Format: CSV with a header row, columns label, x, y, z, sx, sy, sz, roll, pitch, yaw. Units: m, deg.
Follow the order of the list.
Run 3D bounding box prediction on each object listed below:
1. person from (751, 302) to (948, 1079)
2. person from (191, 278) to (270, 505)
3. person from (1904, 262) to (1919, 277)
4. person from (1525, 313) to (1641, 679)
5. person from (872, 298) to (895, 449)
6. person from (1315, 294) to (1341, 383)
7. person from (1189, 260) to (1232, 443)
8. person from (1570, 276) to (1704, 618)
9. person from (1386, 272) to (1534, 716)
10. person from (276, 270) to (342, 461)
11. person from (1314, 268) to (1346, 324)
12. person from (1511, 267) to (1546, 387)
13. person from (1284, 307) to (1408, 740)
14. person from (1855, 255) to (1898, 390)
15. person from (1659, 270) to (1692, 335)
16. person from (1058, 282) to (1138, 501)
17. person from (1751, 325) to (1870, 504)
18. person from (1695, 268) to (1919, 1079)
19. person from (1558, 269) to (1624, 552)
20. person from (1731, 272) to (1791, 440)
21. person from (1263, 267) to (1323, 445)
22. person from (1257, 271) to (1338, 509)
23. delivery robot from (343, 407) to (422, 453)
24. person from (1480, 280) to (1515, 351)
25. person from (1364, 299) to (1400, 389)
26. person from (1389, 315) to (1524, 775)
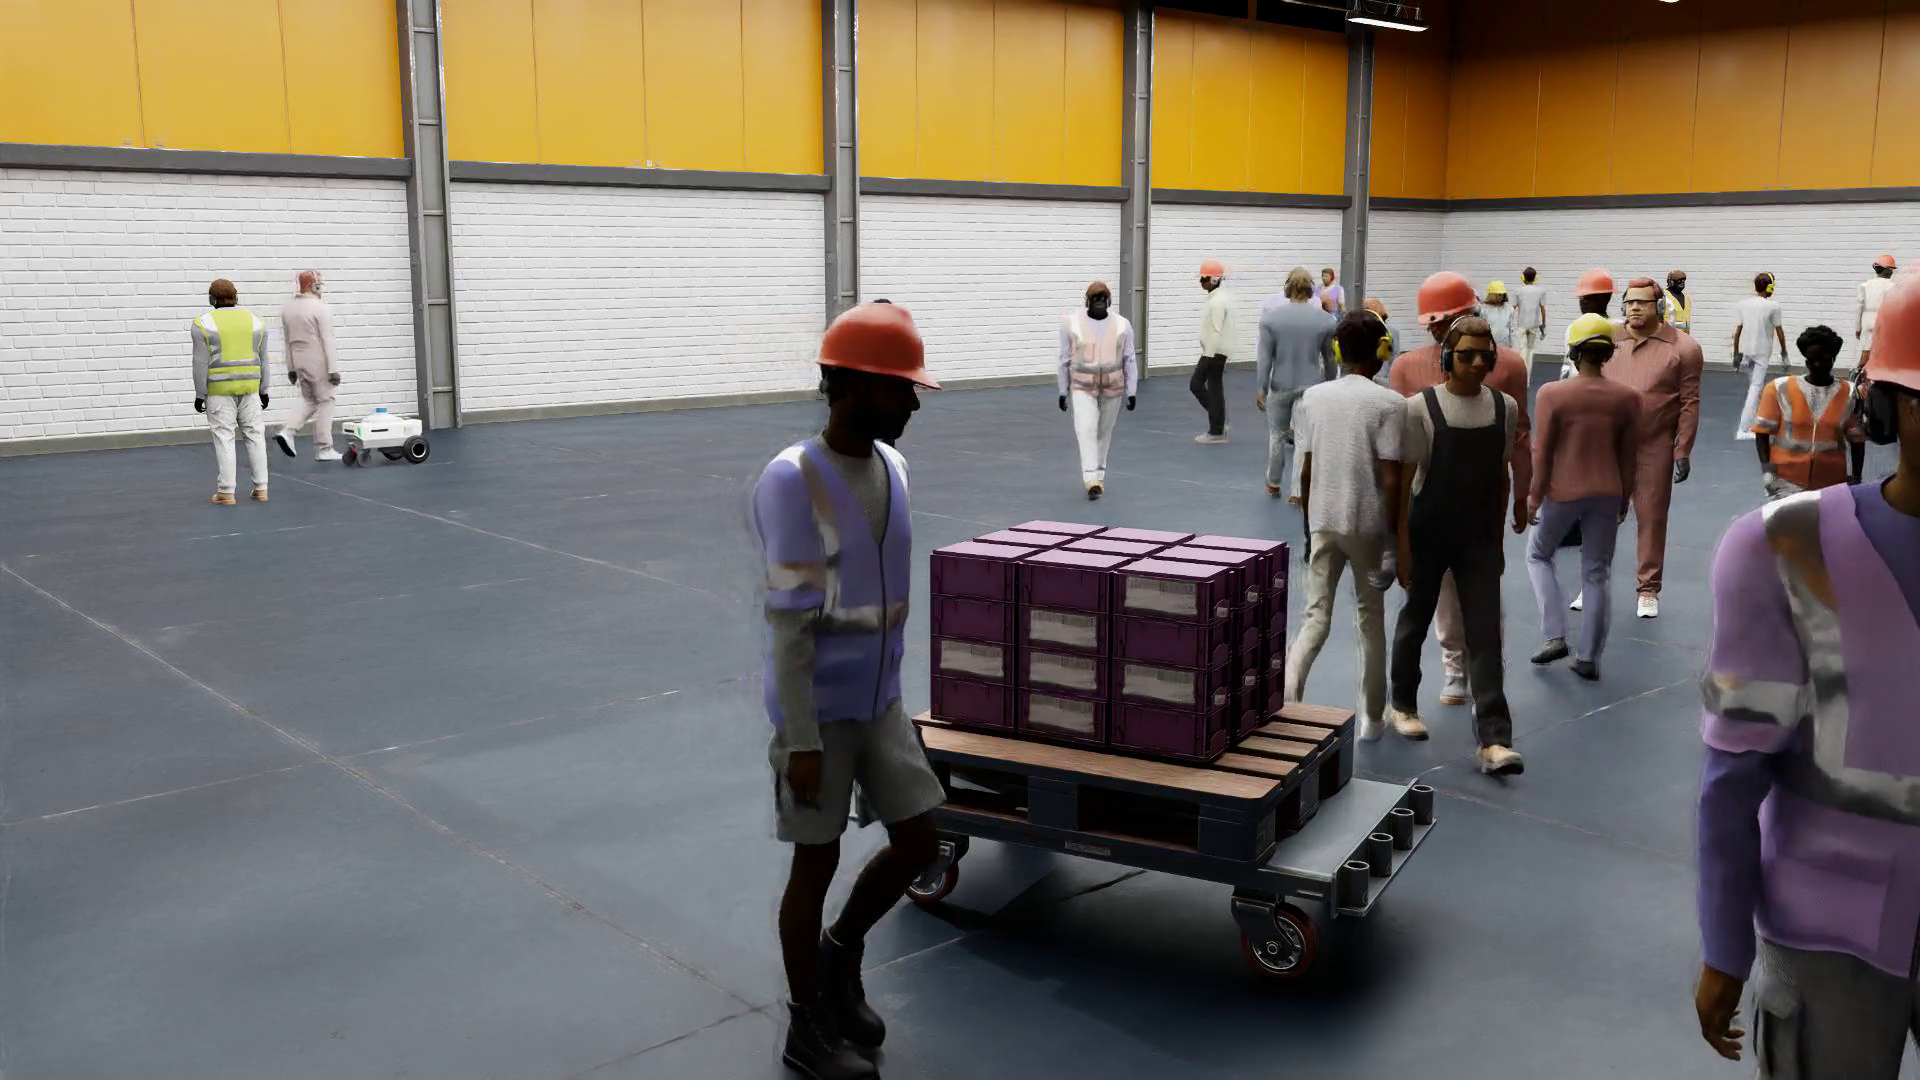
label,x,y,z,sx,sy,sz,roll,pitch,yaw
person,-0.278,0.395,4.013,0.411,1.914,0.604,8,12,39
person,-5.971,-1.212,13.627,0.429,1.839,0.634,9,13,42
person,12.442,-2.638,21.684,0.365,1.935,0.552,4,10,20
person,2.990,-0.212,8.014,0.552,1.748,0.420,-1,10,-3
person,-0.658,-1.145,13.687,0.547,1.677,0.399,-1,10,-6
person,4.051,-1.961,18.701,0.861,1.587,0.538,3,10,17
person,2.708,-2.023,17.956,0.443,1.978,0.649,0,10,3
person,3.788,-0.517,9.356,0.643,1.910,0.399,7,12,35
person,2.184,-0.197,7.366,0.632,1.946,0.677,5,11,26
person,-6.390,-1.701,16.341,0.655,1.894,0.546,6,12,33
person,6.261,-3.714,28.328,0.486,1.822,0.607,-8,12,-39
person,8.798,-3.310,25.902,0.562,1.837,0.795,1,10,4
person,1.544,-0.016,6.708,0.505,1.825,0.897,7,12,37
person,13.180,-3.064,23.874,0.386,2.039,0.615,-6,12,-33
person,9.218,-2.565,21.539,0.634,1.841,0.429,-5,11,-27
person,1.165,-1.233,13.864,0.654,1.794,0.927,-1,10,-5
person,4.534,-0.318,8.915,0.572,1.654,0.462,3,10,17
person,1.430,0.590,2.523,0.609,2.030,0.434,3,10,17
person,4.319,-0.870,11.369,0.389,1.932,0.573,-6,11,-32
person,8.910,-2.029,18.420,0.809,1.842,0.536,-5,11,-26
person,3.471,-1.898,17.429,0.670,1.906,0.513,5,11,26
person,2.744,-1.236,13.599,0.662,1.890,0.985,1,10,6
delivery robot,-5.613,-1.054,16.165,0.477,0.478,0.707,9,12,41
person,6.613,-2.355,20.625,0.507,1.727,0.516,-1,10,-9
person,4.227,-1.658,16.968,0.494,1.590,0.824,1,10,4
person,1.973,0.005,6.652,0.540,1.791,0.983,-1,10,-7
